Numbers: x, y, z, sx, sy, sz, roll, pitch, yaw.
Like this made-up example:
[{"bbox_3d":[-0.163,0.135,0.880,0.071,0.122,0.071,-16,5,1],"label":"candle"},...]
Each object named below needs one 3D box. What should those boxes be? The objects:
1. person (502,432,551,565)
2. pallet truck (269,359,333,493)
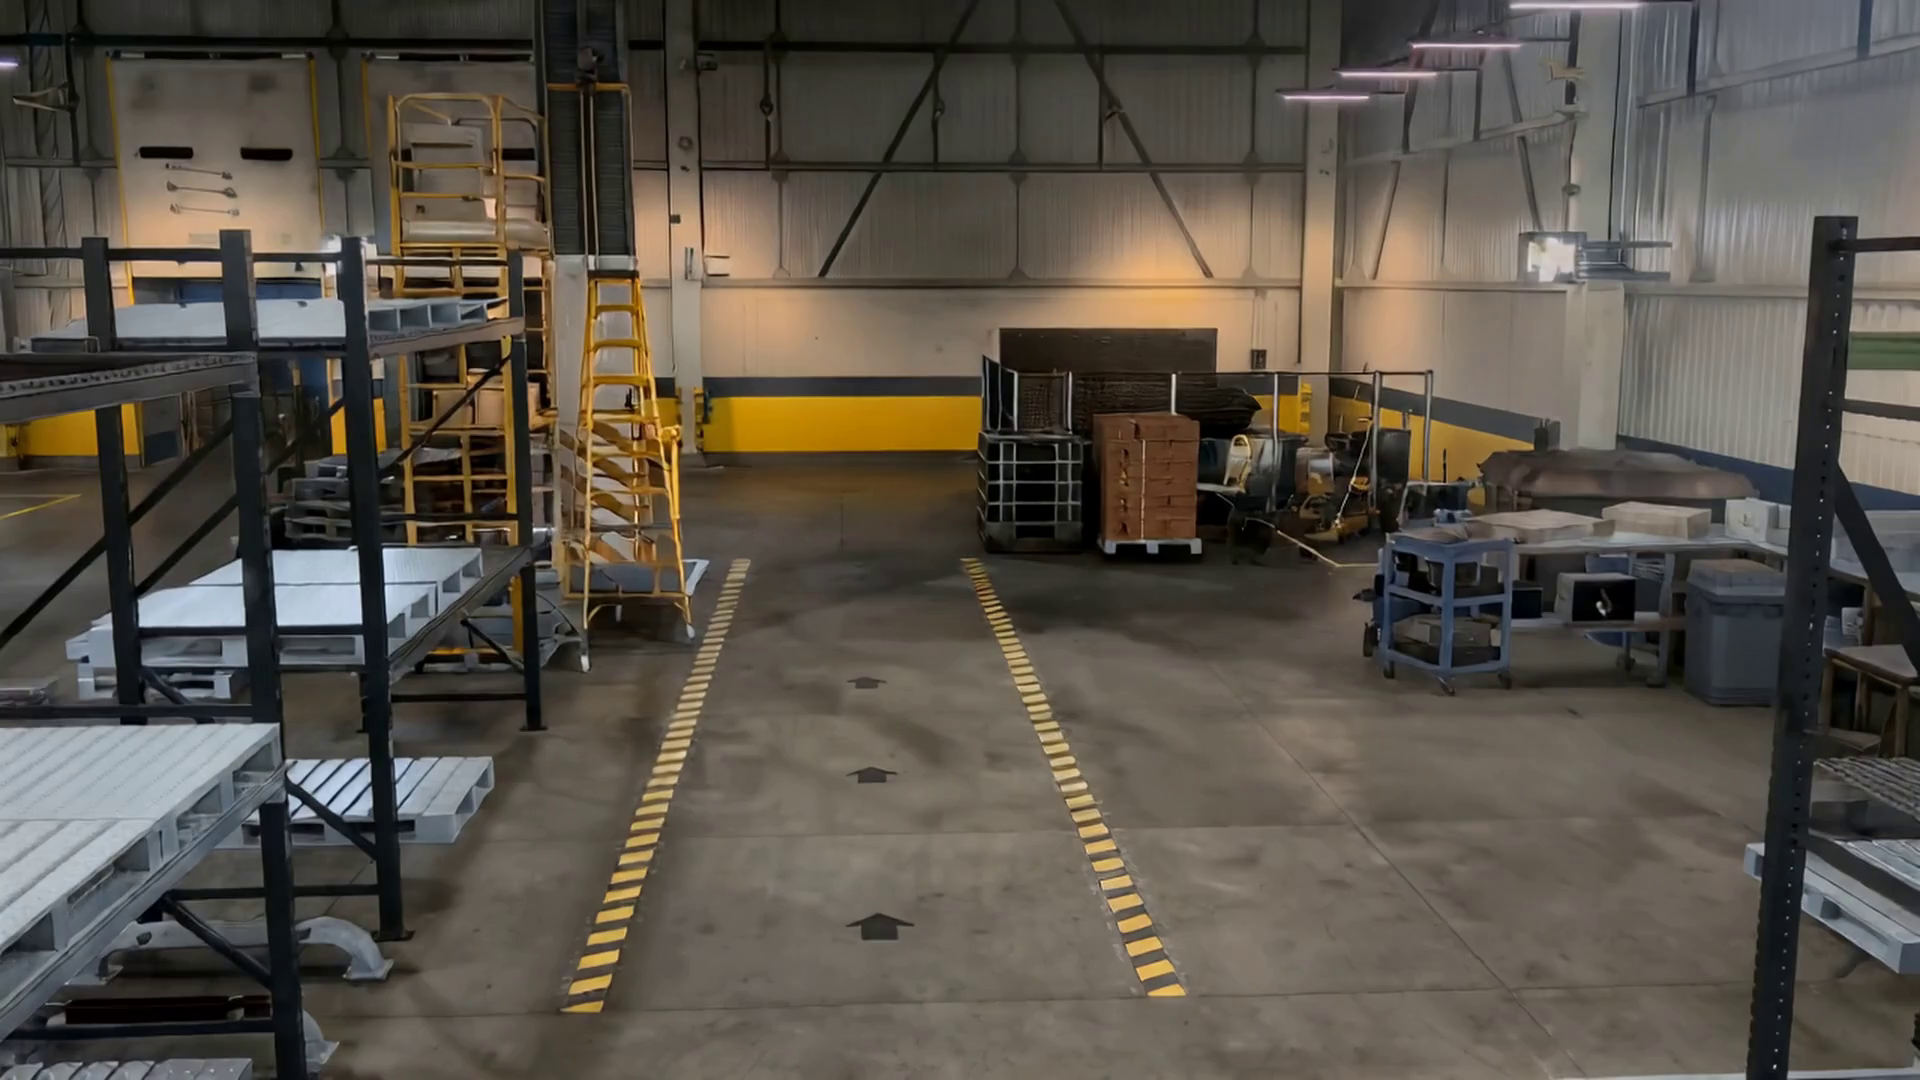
[{"bbox_3d":[-4.206,-0.562,16.468,0.799,1.659,0.552,-4,10,-23],"label":"person"},{"bbox_3d":[-7.062,-1.131,18.996,1.885,1.965,0.823,2,9,13],"label":"pallet truck"}]
